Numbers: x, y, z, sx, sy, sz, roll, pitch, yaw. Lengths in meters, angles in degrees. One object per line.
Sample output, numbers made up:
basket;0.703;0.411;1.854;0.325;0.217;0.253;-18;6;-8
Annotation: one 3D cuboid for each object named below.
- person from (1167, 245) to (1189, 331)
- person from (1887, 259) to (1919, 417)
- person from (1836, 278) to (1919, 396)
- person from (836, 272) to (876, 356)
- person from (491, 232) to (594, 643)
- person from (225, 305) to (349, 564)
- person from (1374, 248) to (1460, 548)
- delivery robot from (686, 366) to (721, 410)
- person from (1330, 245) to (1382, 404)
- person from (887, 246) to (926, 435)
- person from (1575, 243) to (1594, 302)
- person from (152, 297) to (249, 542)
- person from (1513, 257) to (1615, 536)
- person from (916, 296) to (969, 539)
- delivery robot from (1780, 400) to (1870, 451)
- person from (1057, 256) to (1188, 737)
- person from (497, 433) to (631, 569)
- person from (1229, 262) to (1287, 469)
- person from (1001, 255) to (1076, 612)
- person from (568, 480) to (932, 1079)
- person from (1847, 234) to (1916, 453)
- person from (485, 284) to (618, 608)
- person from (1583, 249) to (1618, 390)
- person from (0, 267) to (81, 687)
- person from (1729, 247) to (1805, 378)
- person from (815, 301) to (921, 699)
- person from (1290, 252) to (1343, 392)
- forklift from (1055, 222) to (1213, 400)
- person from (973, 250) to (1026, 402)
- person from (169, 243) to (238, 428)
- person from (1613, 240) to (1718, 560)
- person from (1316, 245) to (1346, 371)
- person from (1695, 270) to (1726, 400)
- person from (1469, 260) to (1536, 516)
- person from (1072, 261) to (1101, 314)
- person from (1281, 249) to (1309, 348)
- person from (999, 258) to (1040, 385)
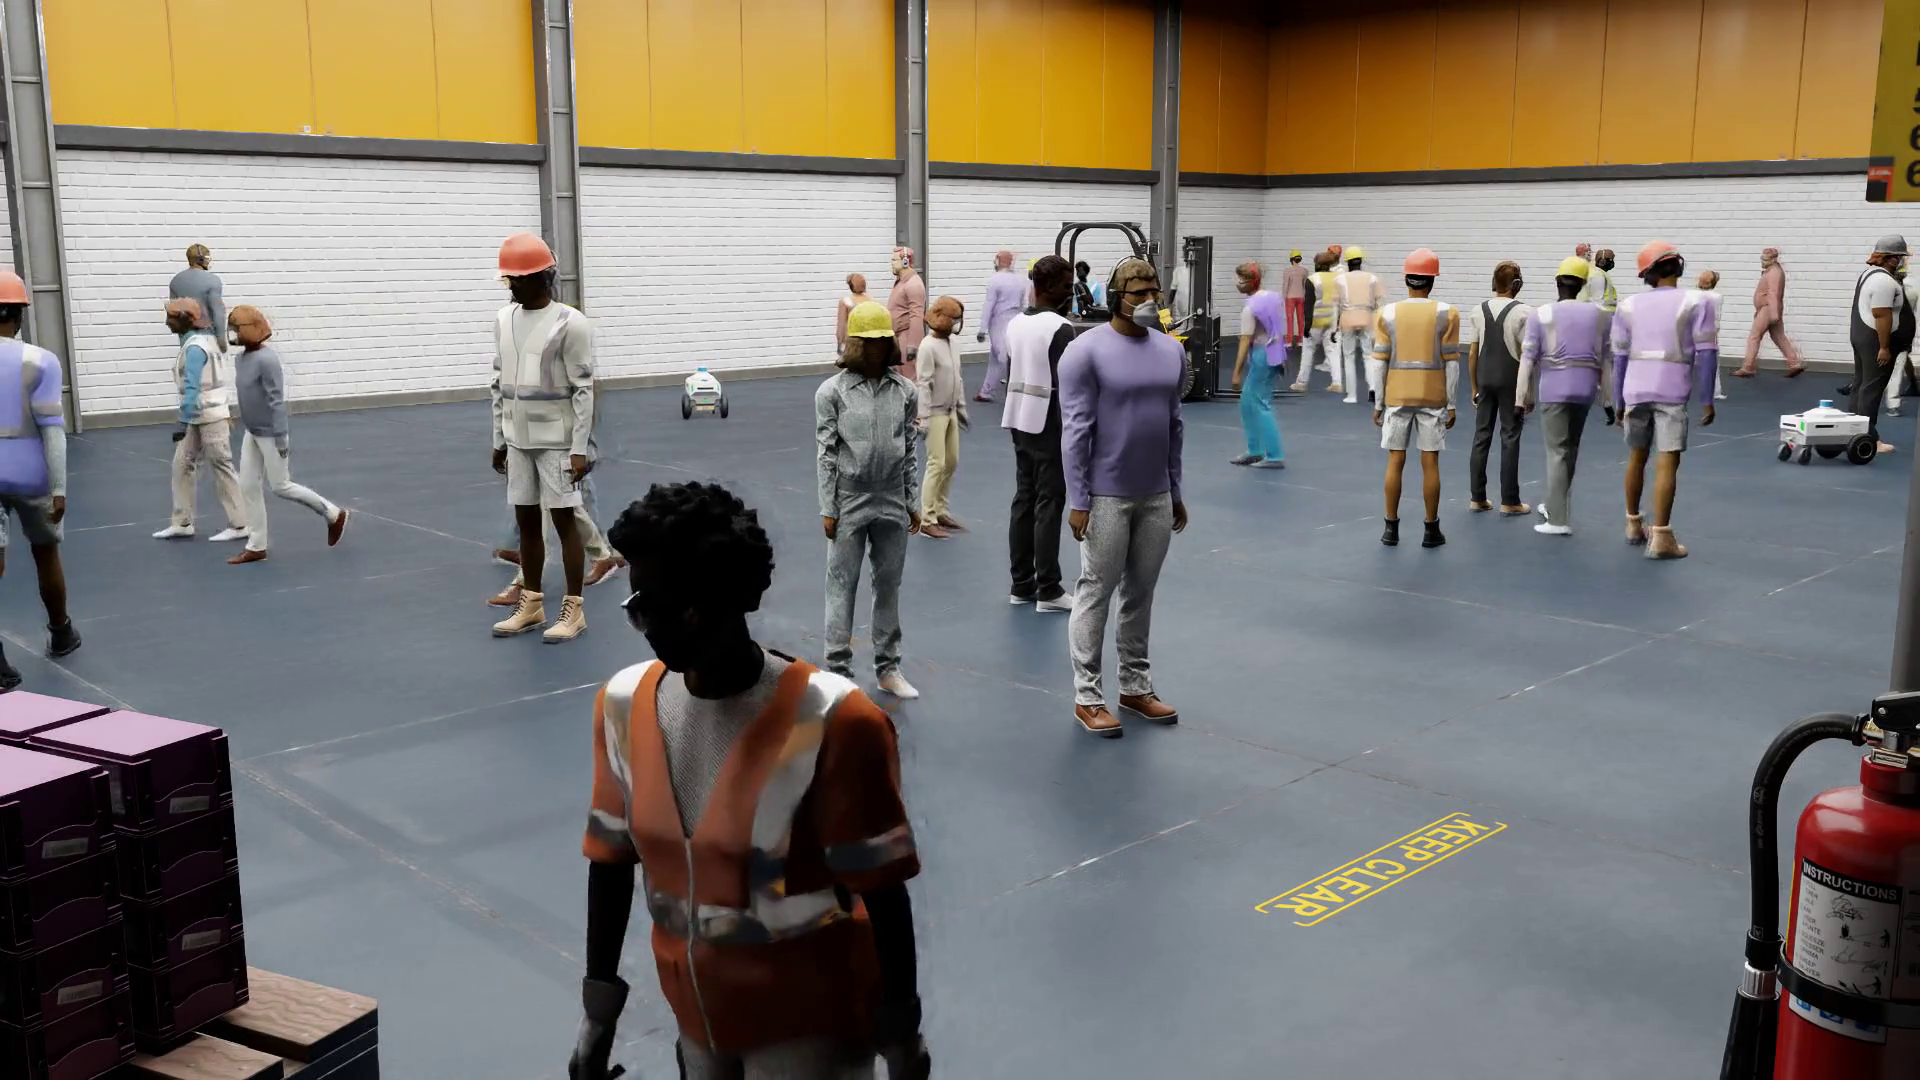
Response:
person;3.421;-3.482;24.905;0.611;1.911;1.054;9;14;41
person;10.504;-2.320;18.867;0.603;1.799;0.878;2;11;10
person;11.647;-2.721;20.852;1.018;1.876;0.549;-1;10;-3
person;-1.153;-2.239;18.949;0.523;1.611;0.799;-8;13;-38
person;-2.105;-0.498;8.281;0.605;2.034;0.389;5;12;27
person;-4.247;-0.666;10.372;0.509;1.609;0.689;10;14;43
person;2.963;-0.918;10.825;0.542;1.939;0.364;4;11;21
delivery robot;-2.873;-1.698;18.586;0.477;0.478;0.707;-2;10;-13
person;4.767;-2.582;20.011;0.605;1.901;0.594;0;10;-1
person;-0.563;-2.009;16.864;0.400;1.910;0.643;-3;11;-13
person;9.049;-3.360;24.219;0.409;1.913;0.642;-4;11;-20
person;-5.053;-0.770;10.900;0.692;1.611;0.530;-6;12;-31
person;4.145;-0.998;11.469;0.685;1.866;0.894;-1;10;-3
person;-0.159;-0.829;11.201;0.408;1.621;0.571;5;12;27
delivery robot;7.704;-1.005;14.824;0.707;0.478;0.477;-2;11;-9
person;0.684;-0.180;6.806;0.629;1.940;0.372;-7;13;-35
person;-2.431;-0.602;10.062;0.843;1.590;0.490;-2;11;-13
person;2.544;-1.495;14.363;0.612;1.793;0.657;4;11;22
person;0.442;-0.569;8.994;0.395;1.915;0.587;-6;12;-28
person;-0.328;0.733;2.542;0.548;1.671;0.513;7;13;34
person;8.674;-1.852;15.645;0.535;2.000;0.688;3;11;13
person;-2.294;-0.579;9.353;0.529;1.817;0.978;8;13;37
person;8.419;-2.899;21.898;0.429;1.841;0.634;3;11;17
person;-4.354;-0.294;7.612;0.538;1.890;1.008;-3;11;-14
person;11.570;-3.226;23.649;0.940;1.858;0.659;7;13;34
person;-0.384;-0.151;7.179;0.486;1.744;0.294;-6;12;-30
person;4.678;-2.824;21.603;0.641;1.828;0.685;-5;12;-26
forklift;1.935;-2.847;20.651;2.313;2.155;1.214;2;11;13
person;0.553;-2.542;19.937;0.975;1.859;0.677;7;13;34
person;-7.932;-2.121;17.396;0.629;1.937;0.377;3;11;18
person;4.470;-0.905;10.622;0.655;1.981;0.784;10;14;44
person;5.578;-3.452;24.814;0.367;1.877;0.604;0;10;0
person;9.076;-2.502;20.397;0.837;1.603;0.527;-5;11;-25
person;3.926;-1.094;12.051;0.345;1.845;0.508;-10;15;-44
person;1.750;-3.178;23.938;0.543;1.649;0.888;4;11;22
person;6.039;-4.355;30.042;0.525;1.769;0.309;-4;11;-21
person;0.999;-2.845;21.919;0.898;1.711;0.545;-4;11;-22
